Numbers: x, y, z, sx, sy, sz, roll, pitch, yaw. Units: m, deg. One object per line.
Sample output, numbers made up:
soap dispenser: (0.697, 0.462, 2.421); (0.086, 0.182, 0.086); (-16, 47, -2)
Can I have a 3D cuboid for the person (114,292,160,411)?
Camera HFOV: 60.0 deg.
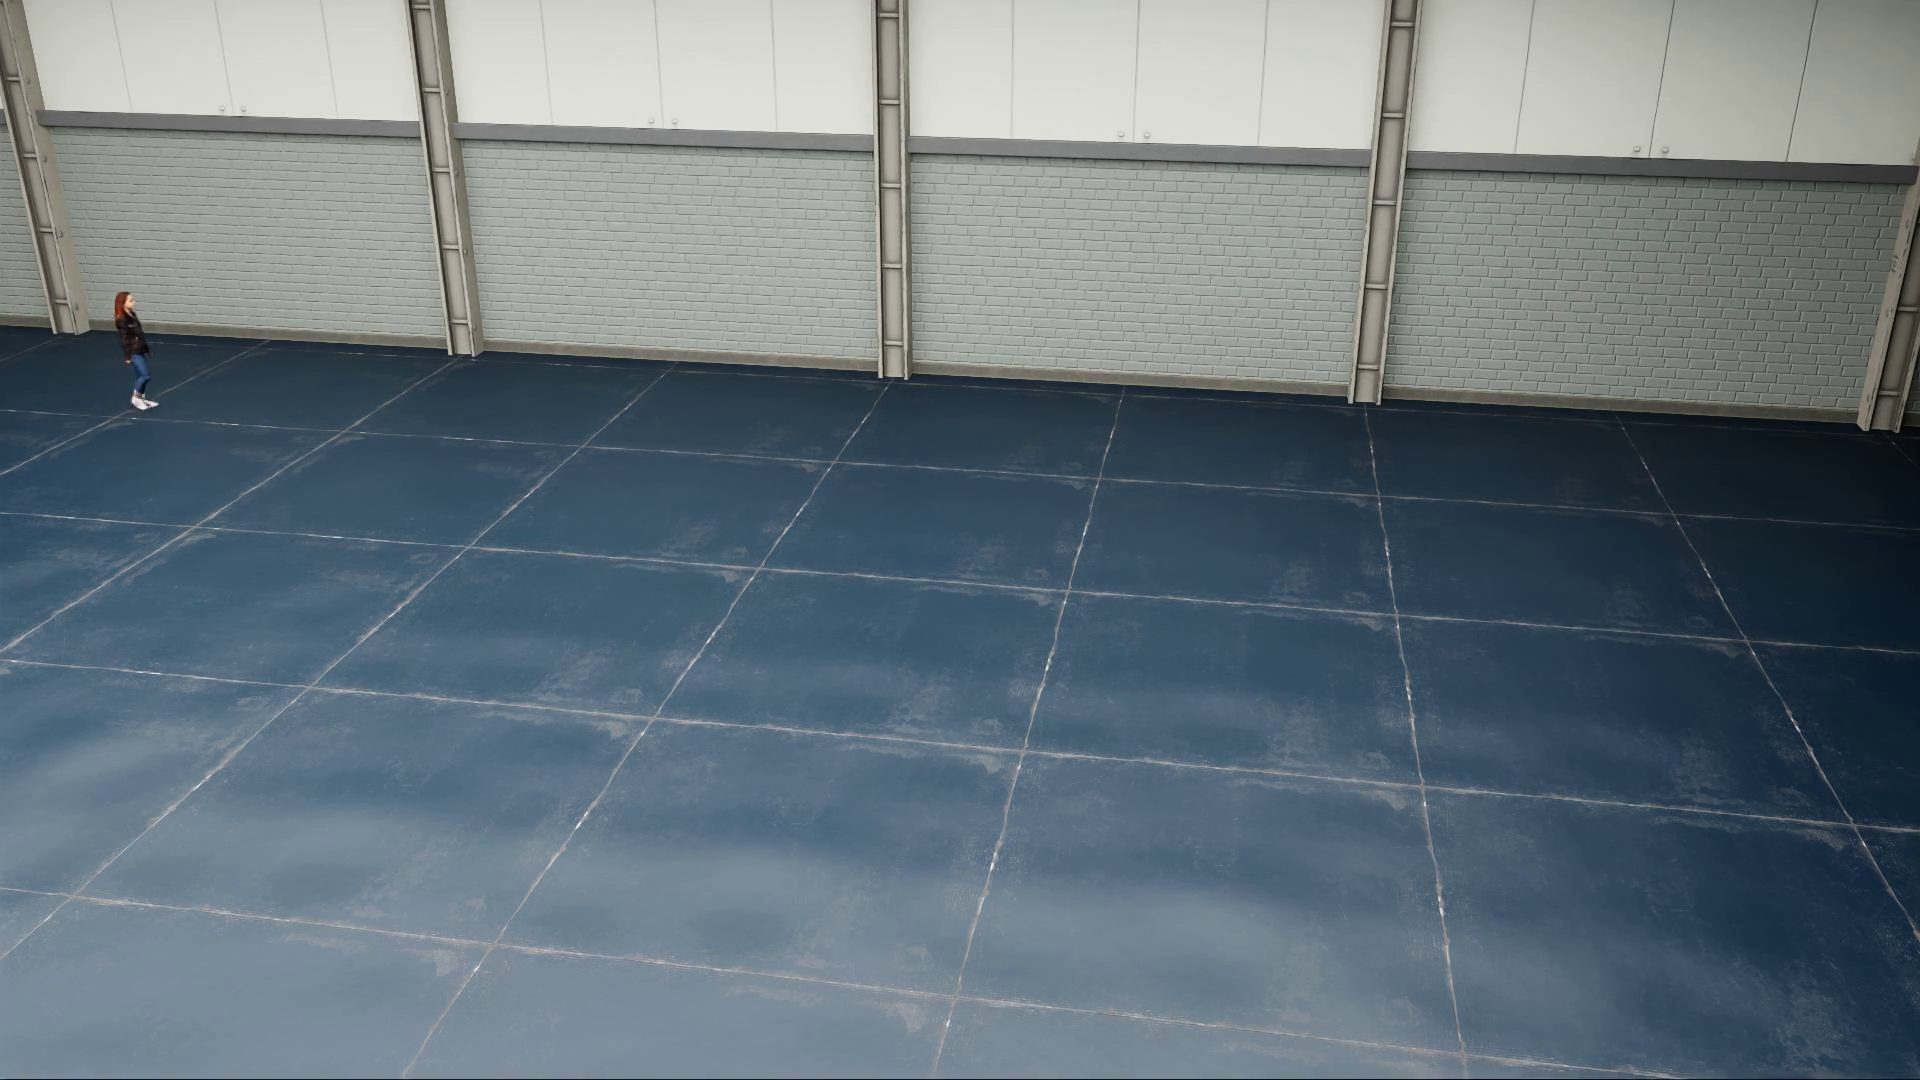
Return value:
person: (-10.104, -2.296, 20.223); (0.631, 1.475, 0.634); (-4, 23, -8)
